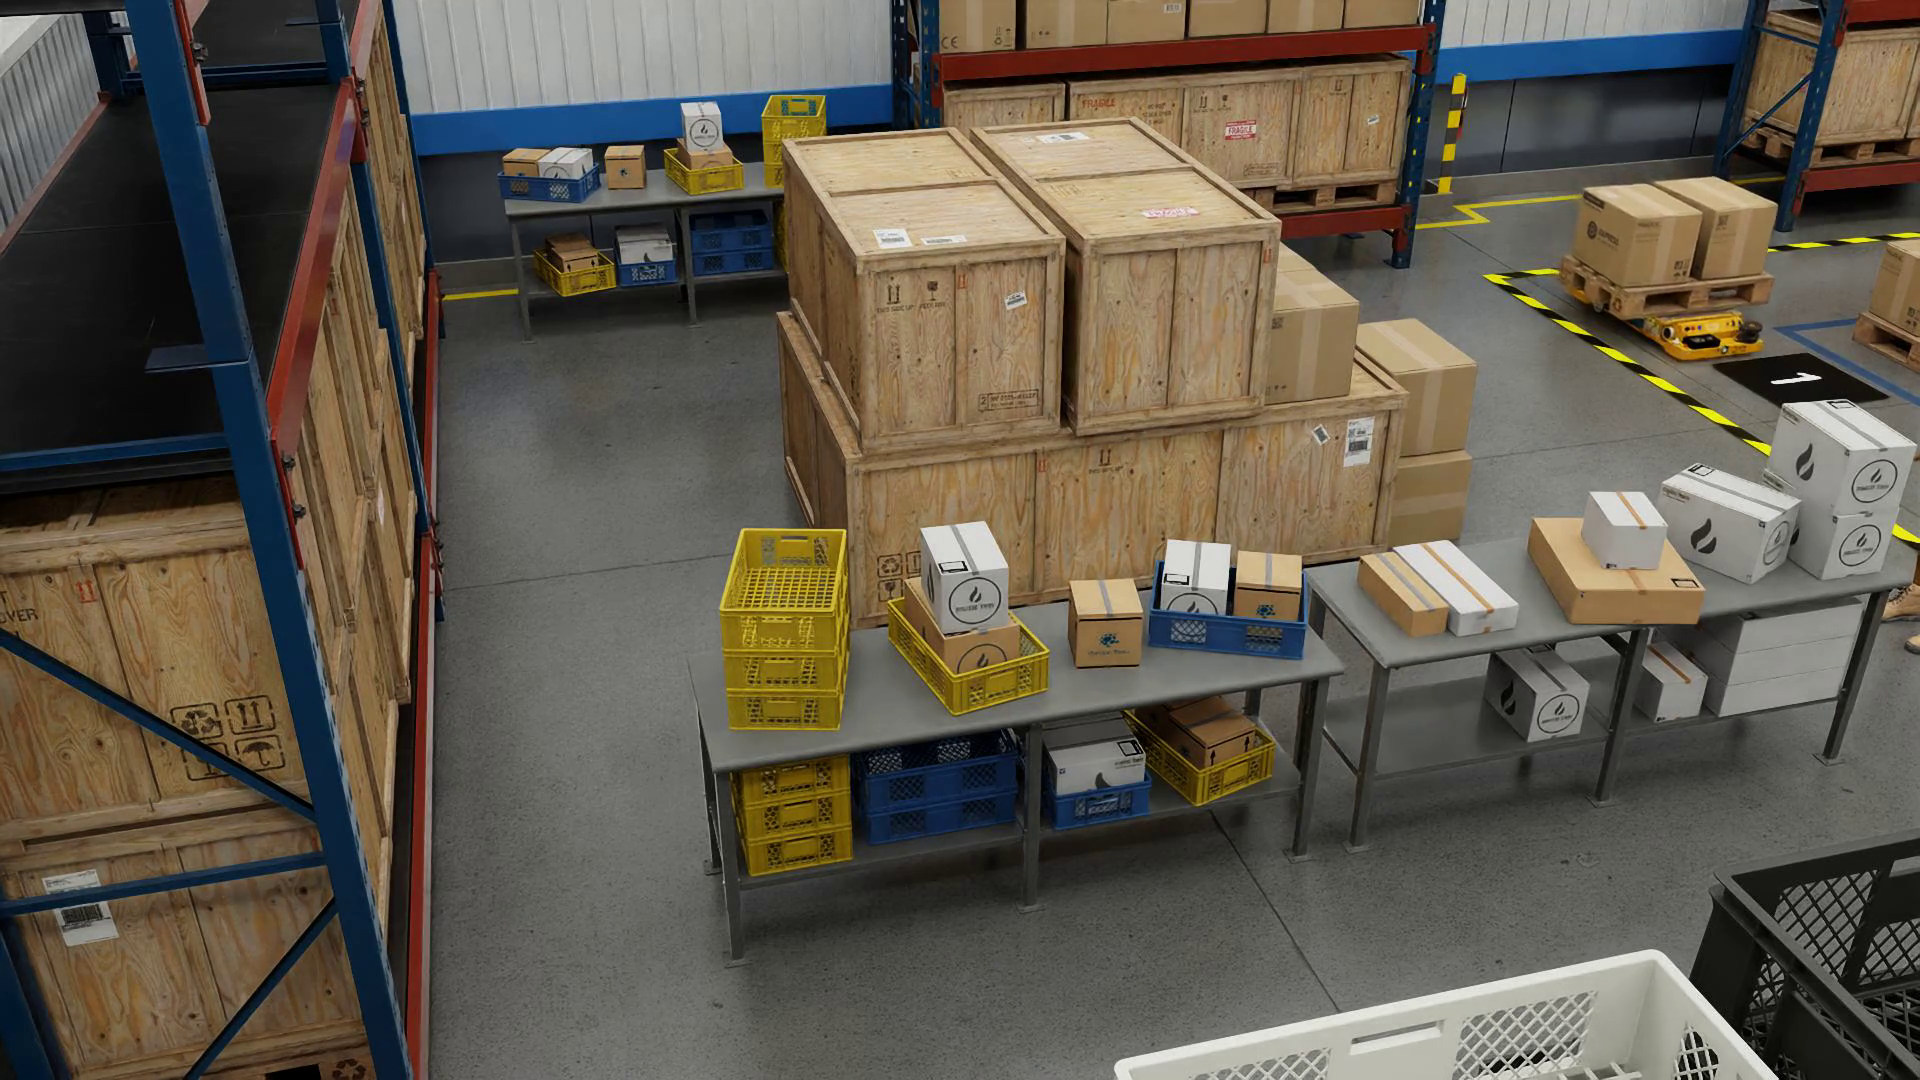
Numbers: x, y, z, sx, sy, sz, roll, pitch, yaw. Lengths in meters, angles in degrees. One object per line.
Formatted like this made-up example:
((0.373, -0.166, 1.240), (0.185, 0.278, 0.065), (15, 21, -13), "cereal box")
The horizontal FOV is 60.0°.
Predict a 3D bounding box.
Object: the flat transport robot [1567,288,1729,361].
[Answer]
((5.139, -1.692, 12.160), (0.652, 0.197, 1.431), (-7, 30, -13), "flat transport robot")

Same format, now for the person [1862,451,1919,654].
((4.877, -0.403, 8.012), (0.374, 2.040, 0.613), (-6, 29, -10), "person")
